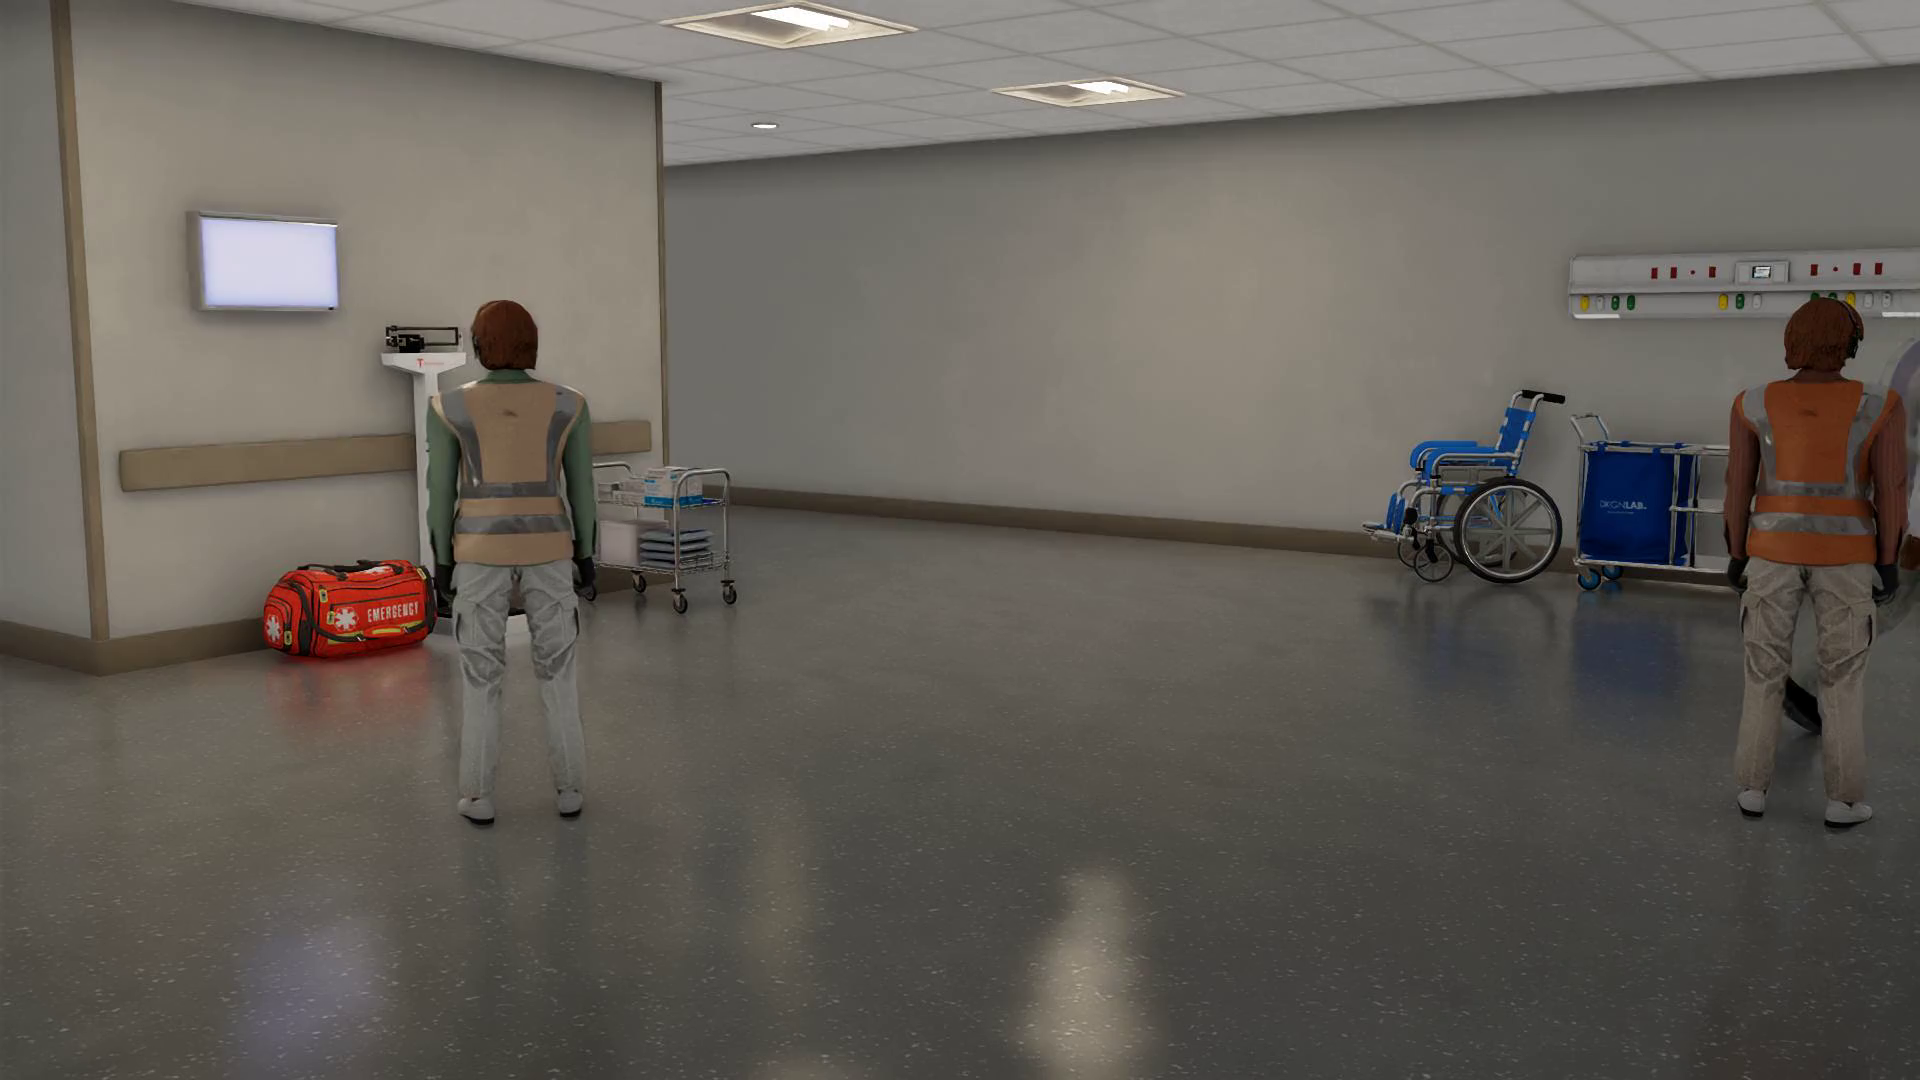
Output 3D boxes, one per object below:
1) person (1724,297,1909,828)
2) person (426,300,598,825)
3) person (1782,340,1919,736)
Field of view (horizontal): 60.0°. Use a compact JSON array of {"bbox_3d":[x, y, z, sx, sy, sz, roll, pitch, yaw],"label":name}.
[{"bbox_3d":[2.645,0.072,5.174,0.511,1.640,0.308,5,9,35],"label":"person"},{"bbox_3d":[-1.393,0.072,5.208,0.516,1.634,0.309,-3,8,-20],"label":"person"},{"bbox_3d":[3.431,-0.110,6.042,0.816,1.793,0.607,2,7,15],"label":"person"}]
